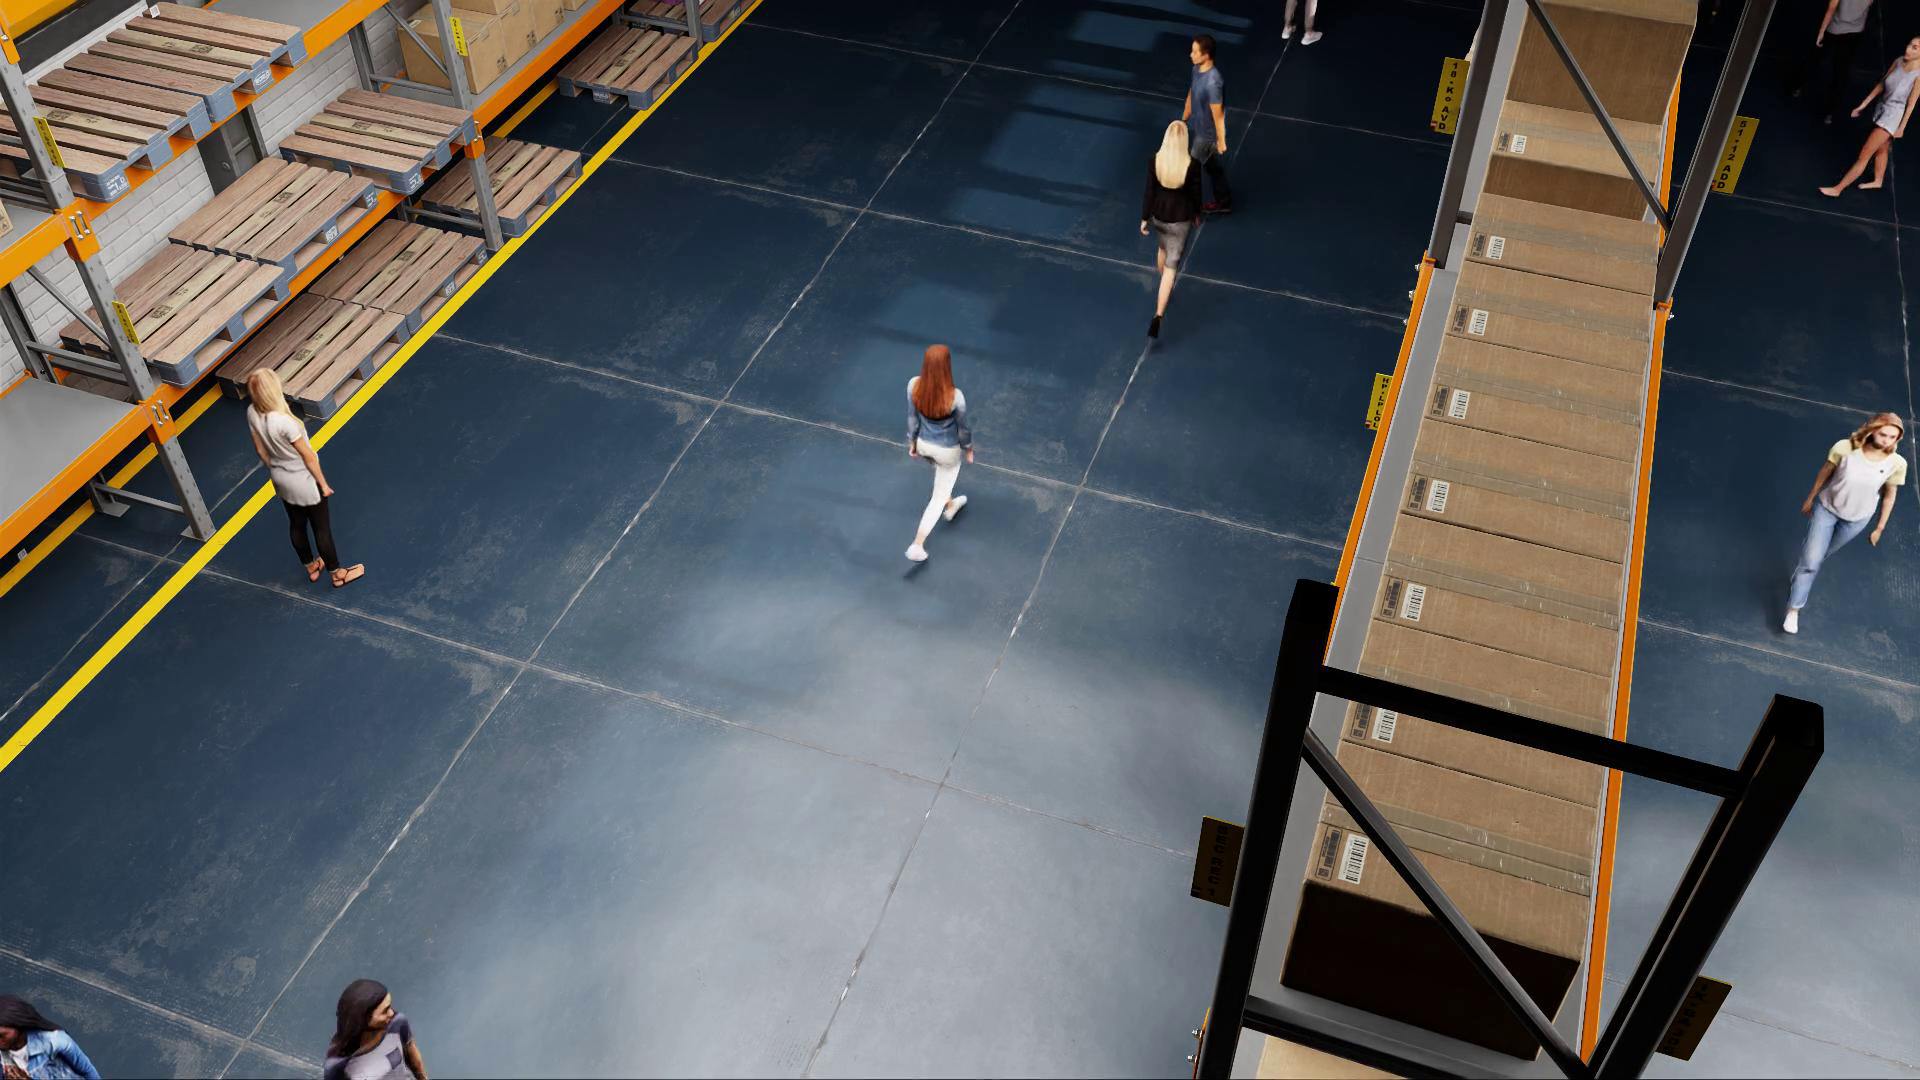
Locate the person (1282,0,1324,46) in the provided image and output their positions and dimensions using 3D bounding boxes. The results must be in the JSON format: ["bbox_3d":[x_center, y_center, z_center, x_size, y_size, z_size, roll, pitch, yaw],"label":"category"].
[{"bbox_3d":[3.615,-6.052,17.170,0.732,1.839,0.665,29,51,27],"label":"person"}]

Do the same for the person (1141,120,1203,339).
[{"bbox_3d":[1.687,-2.474,13.436,0.604,1.809,1.134,15,46,15],"label":"person"}]

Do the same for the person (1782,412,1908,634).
[{"bbox_3d":[5.912,-0.216,11.149,0.631,1.695,0.943,15,46,16],"label":"person"}]

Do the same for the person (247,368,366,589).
[{"bbox_3d":[-4.497,-0.408,11.255,0.620,1.826,0.525,16,46,16],"label":"person"}]

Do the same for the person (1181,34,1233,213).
[{"bbox_3d":[2.241,-3.591,14.639,1.029,1.767,1.042,-5,44,-5],"label":"person"}]

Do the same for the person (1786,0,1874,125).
[{"bbox_3d":[8.518,-4.851,16.004,0.748,1.709,1.174,5,44,5],"label":"person"}]

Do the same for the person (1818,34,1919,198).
[{"bbox_3d":[8.462,-3.837,15.034,0.857,1.579,0.946,-3,44,-3],"label":"person"}]

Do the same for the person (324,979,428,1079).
[{"bbox_3d":[-2.825,2.746,8.045,0.598,1.688,0.810,-33,52,-29],"label":"person"}]

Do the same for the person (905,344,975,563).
[{"bbox_3d":[-0.182,-0.579,11.547,0.780,1.670,1.166,24,49,23],"label":"person"}]
